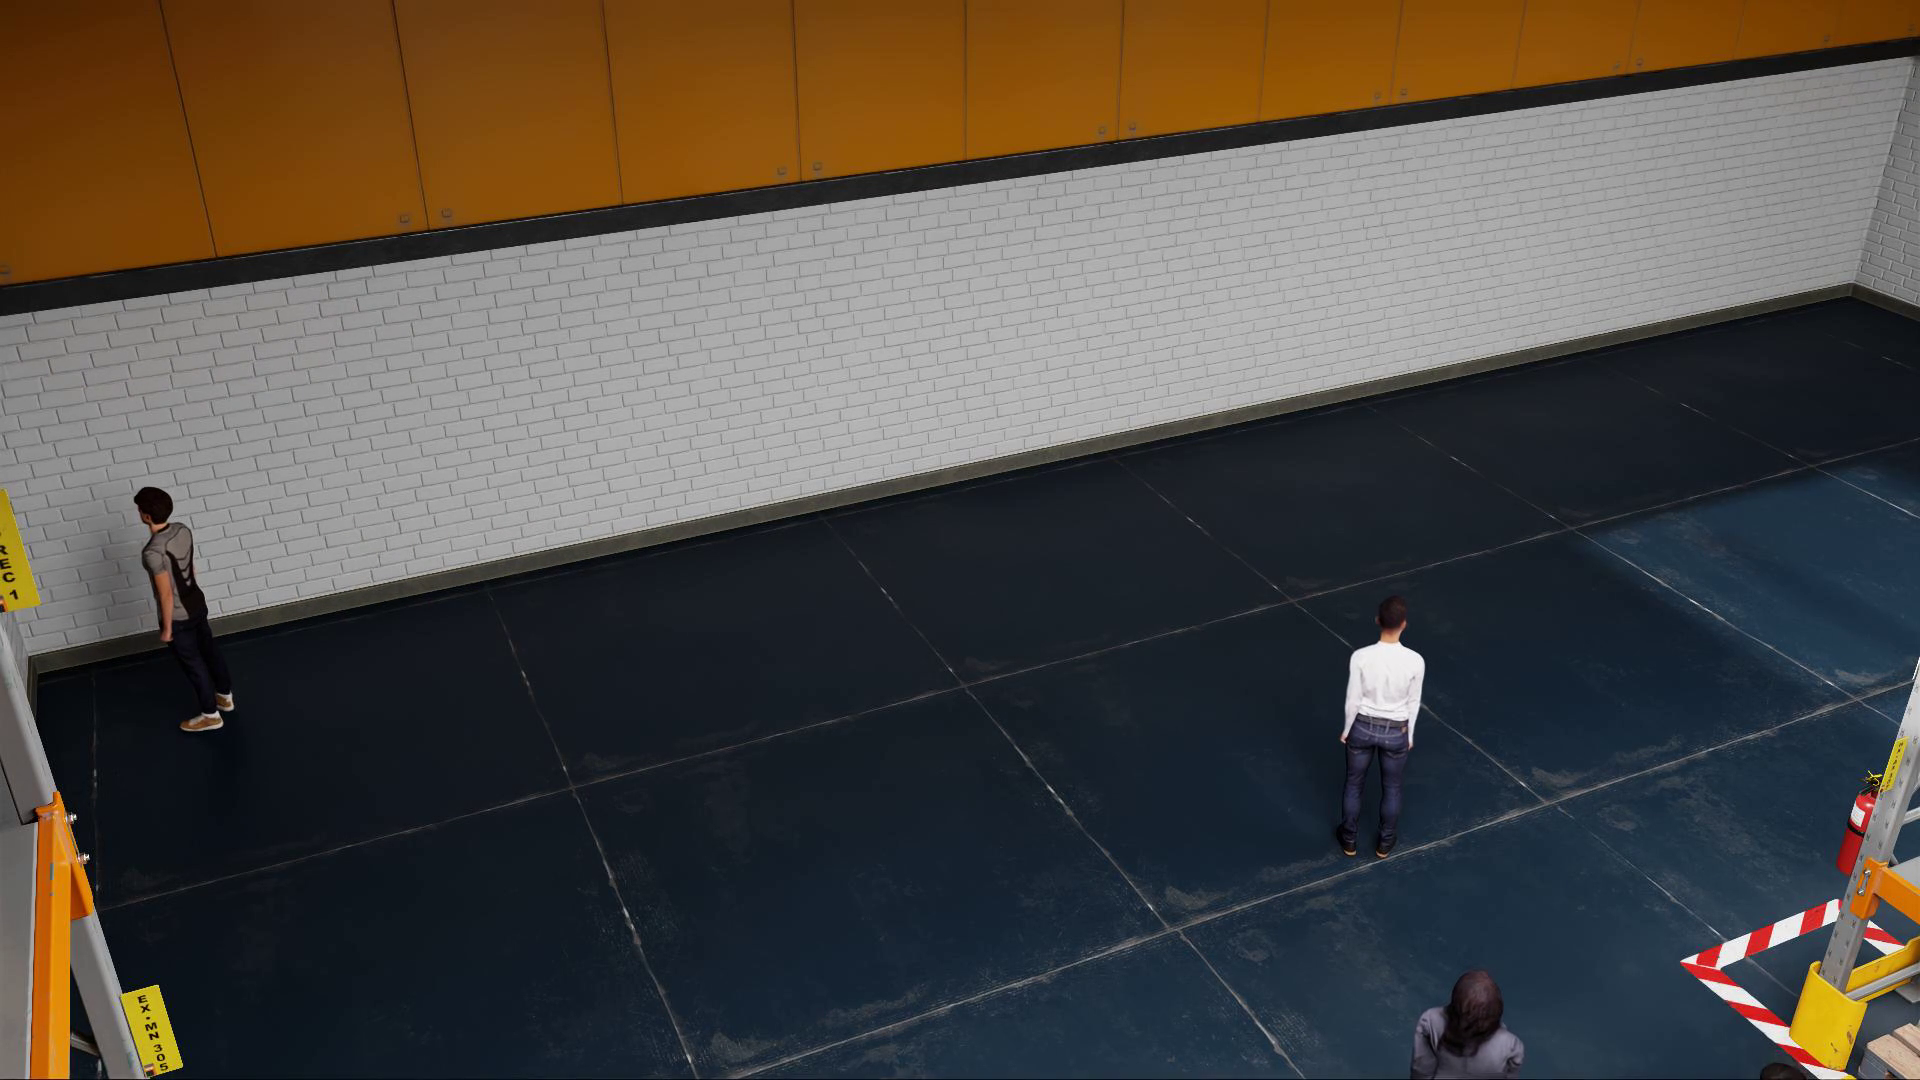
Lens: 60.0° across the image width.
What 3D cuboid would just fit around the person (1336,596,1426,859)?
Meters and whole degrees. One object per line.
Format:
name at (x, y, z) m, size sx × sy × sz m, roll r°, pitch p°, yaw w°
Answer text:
person at (2.649, 1.202, 10.513) m, size 0.727 × 1.873 × 0.771 m, roll 7°, pitch 29°, yaw 12°

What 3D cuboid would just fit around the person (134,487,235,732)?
person at (-5.519, 0.485, 11.805) m, size 0.795 × 1.893 × 0.661 m, roll 2°, pitch 29°, yaw 4°

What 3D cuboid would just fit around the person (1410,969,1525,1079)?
person at (2.430, 2.695, 8.064) m, size 0.795 × 1.597 × 0.862 m, roll 12°, pitch 31°, yaw 21°
